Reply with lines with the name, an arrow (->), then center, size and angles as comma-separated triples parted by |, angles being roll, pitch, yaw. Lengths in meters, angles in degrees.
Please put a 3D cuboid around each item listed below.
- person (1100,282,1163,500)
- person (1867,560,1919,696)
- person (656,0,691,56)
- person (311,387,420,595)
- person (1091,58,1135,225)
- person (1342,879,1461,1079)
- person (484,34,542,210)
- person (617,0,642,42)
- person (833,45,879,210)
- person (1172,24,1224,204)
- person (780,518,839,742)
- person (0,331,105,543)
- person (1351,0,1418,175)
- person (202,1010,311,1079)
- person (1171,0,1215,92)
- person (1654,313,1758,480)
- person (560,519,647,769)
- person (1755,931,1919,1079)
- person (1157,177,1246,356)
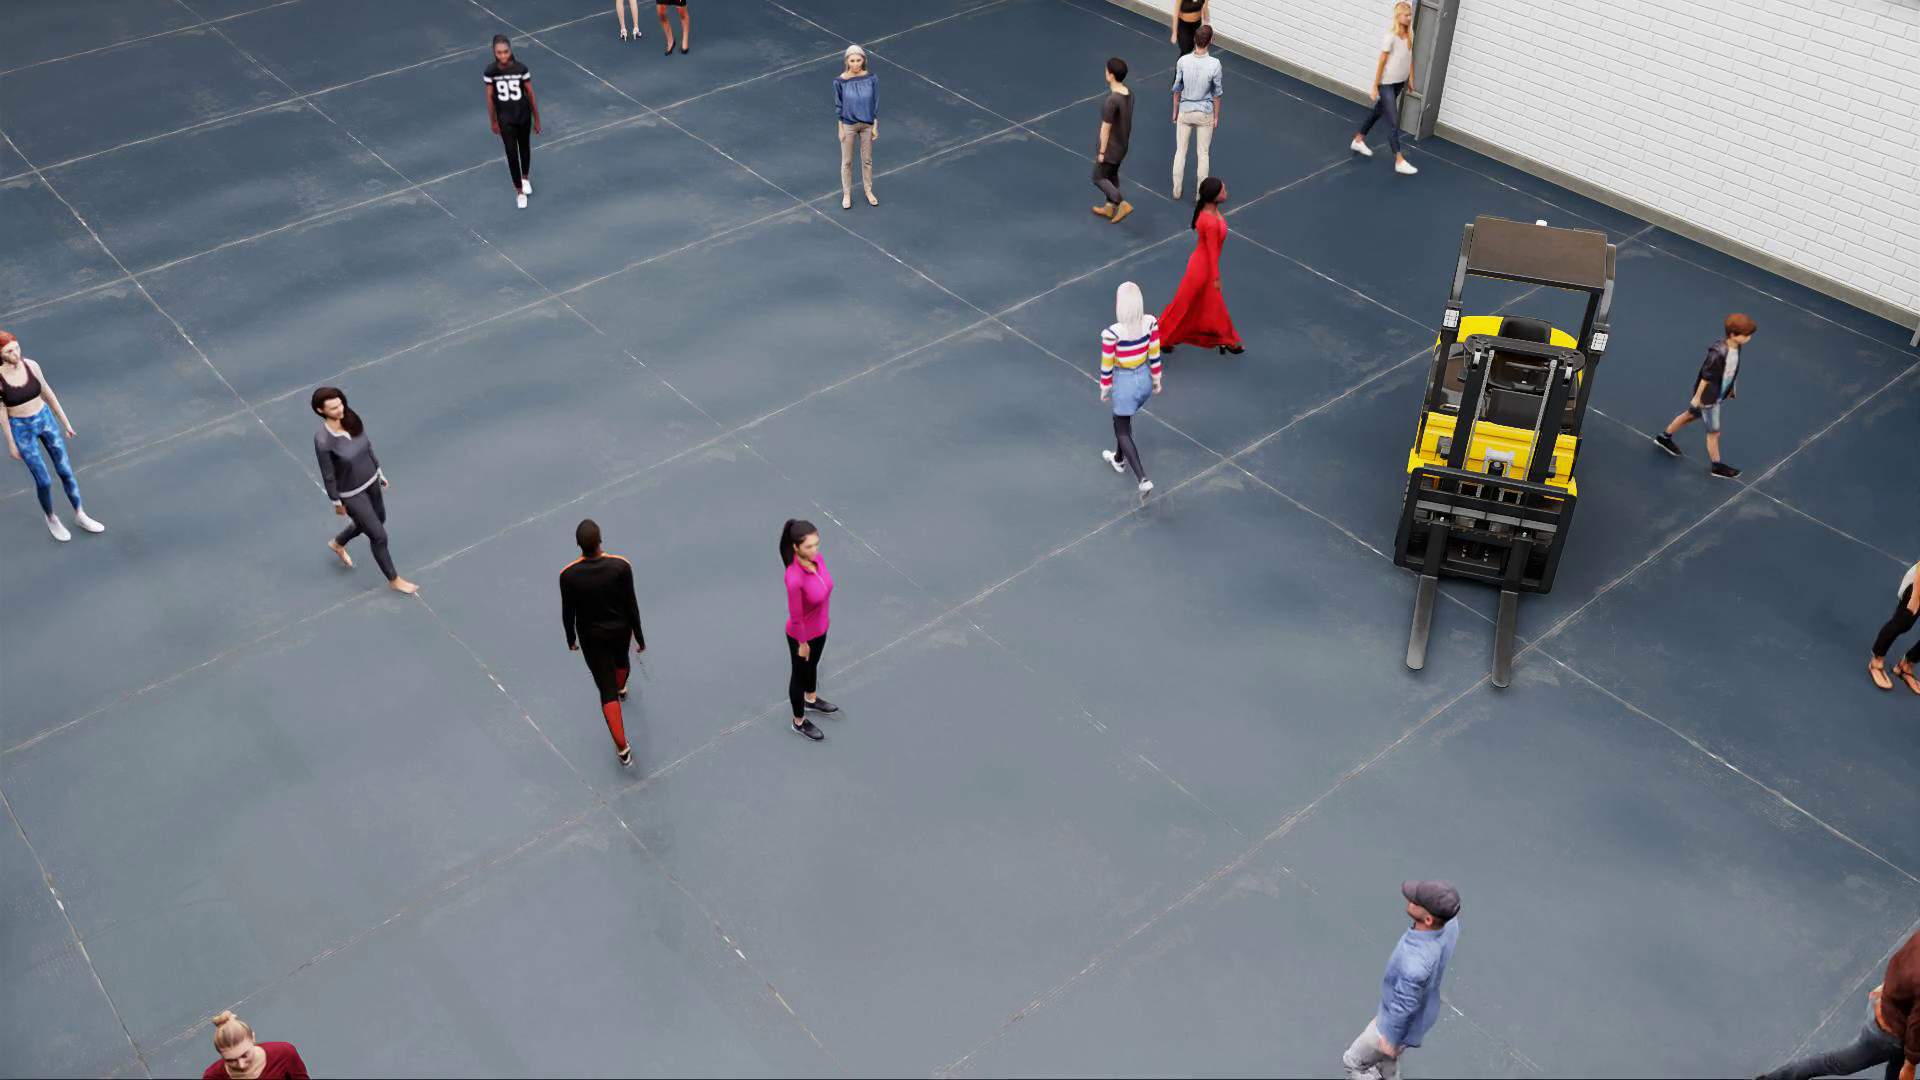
person -> 1.385, -1.140, 13.052 | 0.806, 1.776, 1.124 | -19, 42, -22
person -> 6.529, 0.249, 11.282 | 0.759, 1.813, 0.793 | -9, 39, -11
person -> -3.454, -6.717, 20.129 | 0.705, 1.659, 0.773 | 7, 39, 9
person -> -4.467, -0.393, 12.140 | 1.124, 1.746, 0.974 | 10, 40, 13
person -> 1.585, -3.948, 16.627 | 0.841, 1.702, 0.733 | 24, 44, 27
person -> 2.330, 2.441, 8.484 | 0.735, 1.881, 0.737 | 25, 45, 28
person -> -4.605, -4.372, 17.152 | 0.850, 1.709, 1.038 | -12, 40, -14
person -> -4.160, -7.013, 20.436 | 0.654, 1.738, 0.666 | -7, 39, -9
person -> -1.053, -4.228, 16.990 | 0.695, 1.697, 0.700 | -9, 40, -12
person -> 2.413, -4.369, 17.038 | 0.668, 1.847, 0.792 | 12, 40, 14
person -> -1.018, 0.569, 10.982 | 0.697, 1.699, 0.672 | 13, 40, 16
person -> -7.039, -0.809, 12.641 | 0.760, 1.782, 0.706 | 23, 44, 26
person -> 4.512, -4.841, 17.699 | 0.628, 1.759, 1.119 | -29, 47, -31
person -> -3.327, 2.881, 8.080 | 0.629, 1.697, 0.527 | -23, 44, -26
person -> 2.578, -5.868, 19.098 | 0.655, 1.618, 0.912 | -22, 43, -25
person -> 6.014, -1.209, 13.432 | 0.578, 1.409, 0.990 | -32, 48, -33
person -> -2.292, 0.677, 10.789 | 0.962, 1.760, 1.299 | -11, 40, -13
person -> 4.683, 2.482, 8.547 | 1.258, 1.738, 0.970 | 18, 42, 21
person -> 2.031, -2.335, 14.589 | 1.200, 1.735, 1.110 | 5, 39, 6
